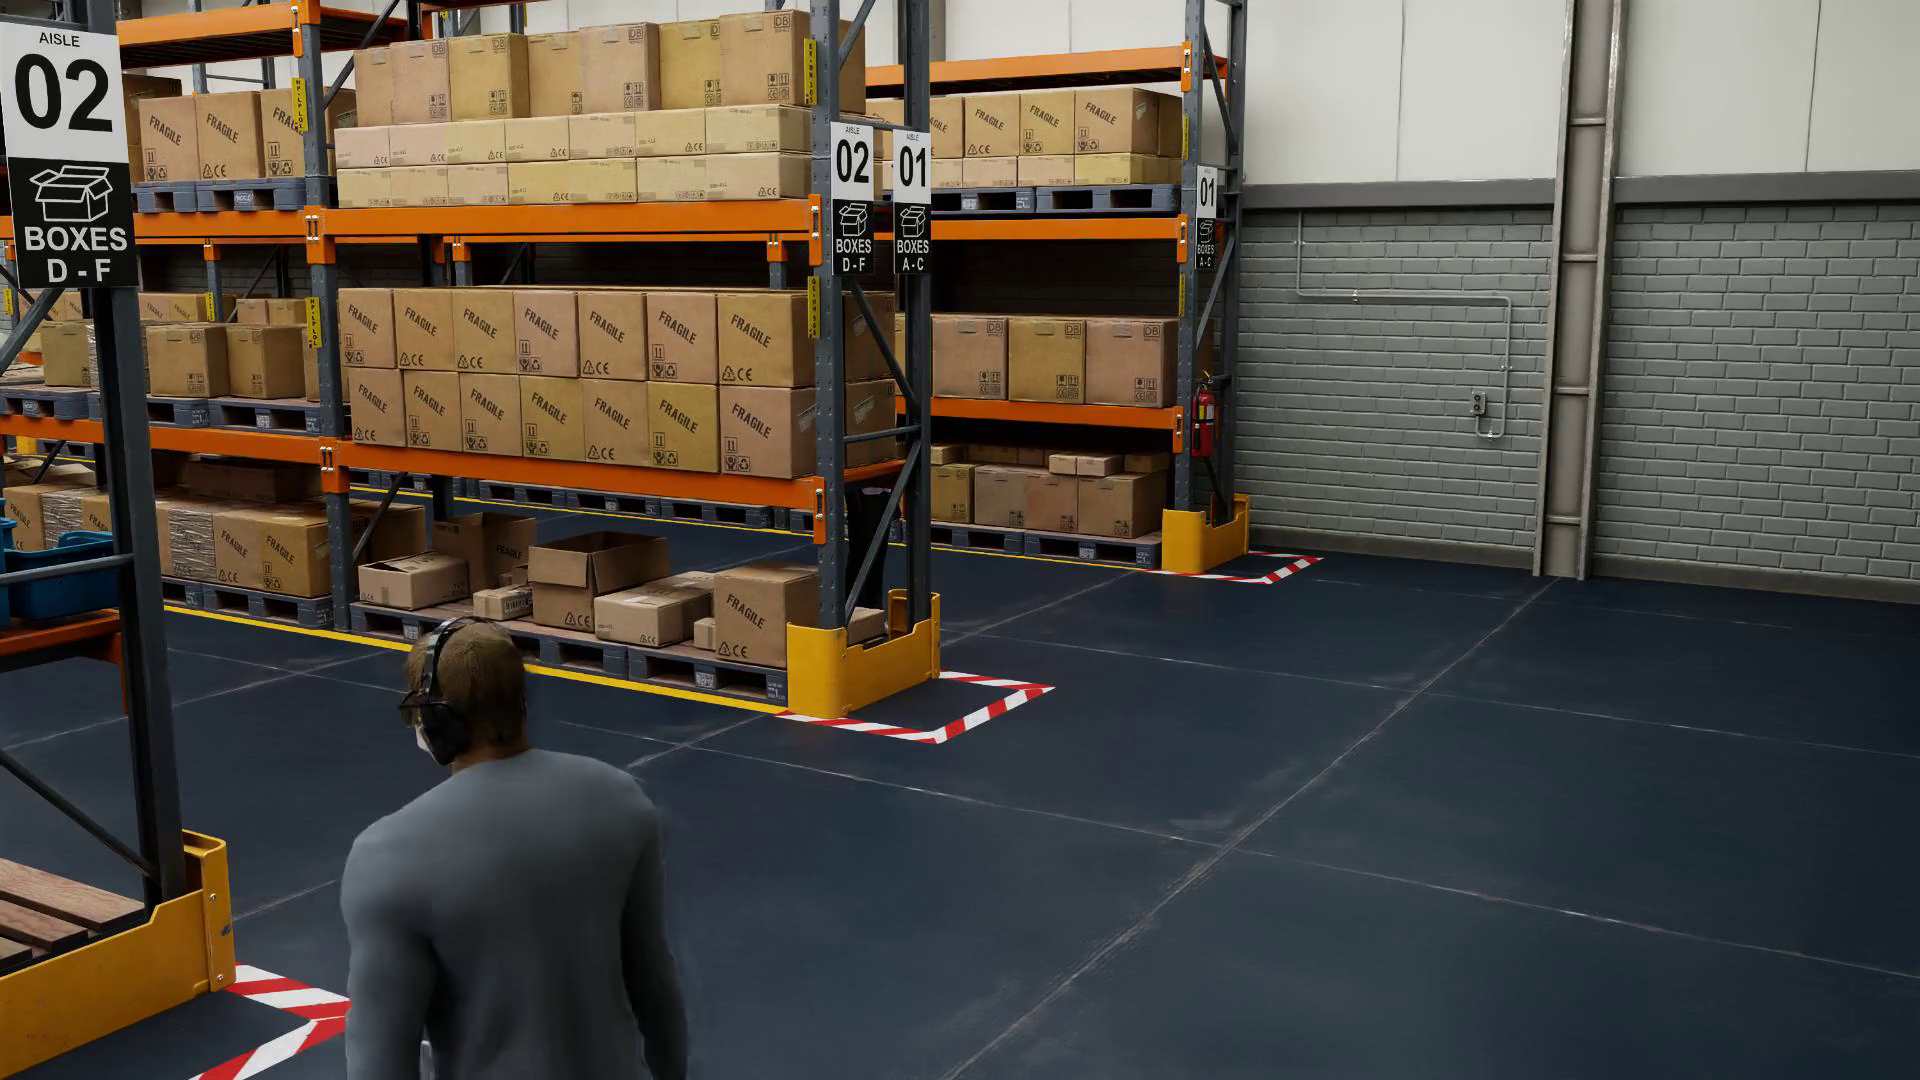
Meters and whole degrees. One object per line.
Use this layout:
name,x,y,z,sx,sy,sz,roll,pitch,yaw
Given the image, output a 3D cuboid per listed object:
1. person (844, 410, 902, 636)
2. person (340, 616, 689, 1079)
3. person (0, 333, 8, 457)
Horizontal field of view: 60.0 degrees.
person,-0.591,-0.275,10.914,0.392,1.917,0.593,5,11,26
person,-0.746,1.085,3.070,0.999,1.891,0.672,8,12,39
person,-11.451,-1.782,19.519,0.496,1.979,0.629,7,12,37
